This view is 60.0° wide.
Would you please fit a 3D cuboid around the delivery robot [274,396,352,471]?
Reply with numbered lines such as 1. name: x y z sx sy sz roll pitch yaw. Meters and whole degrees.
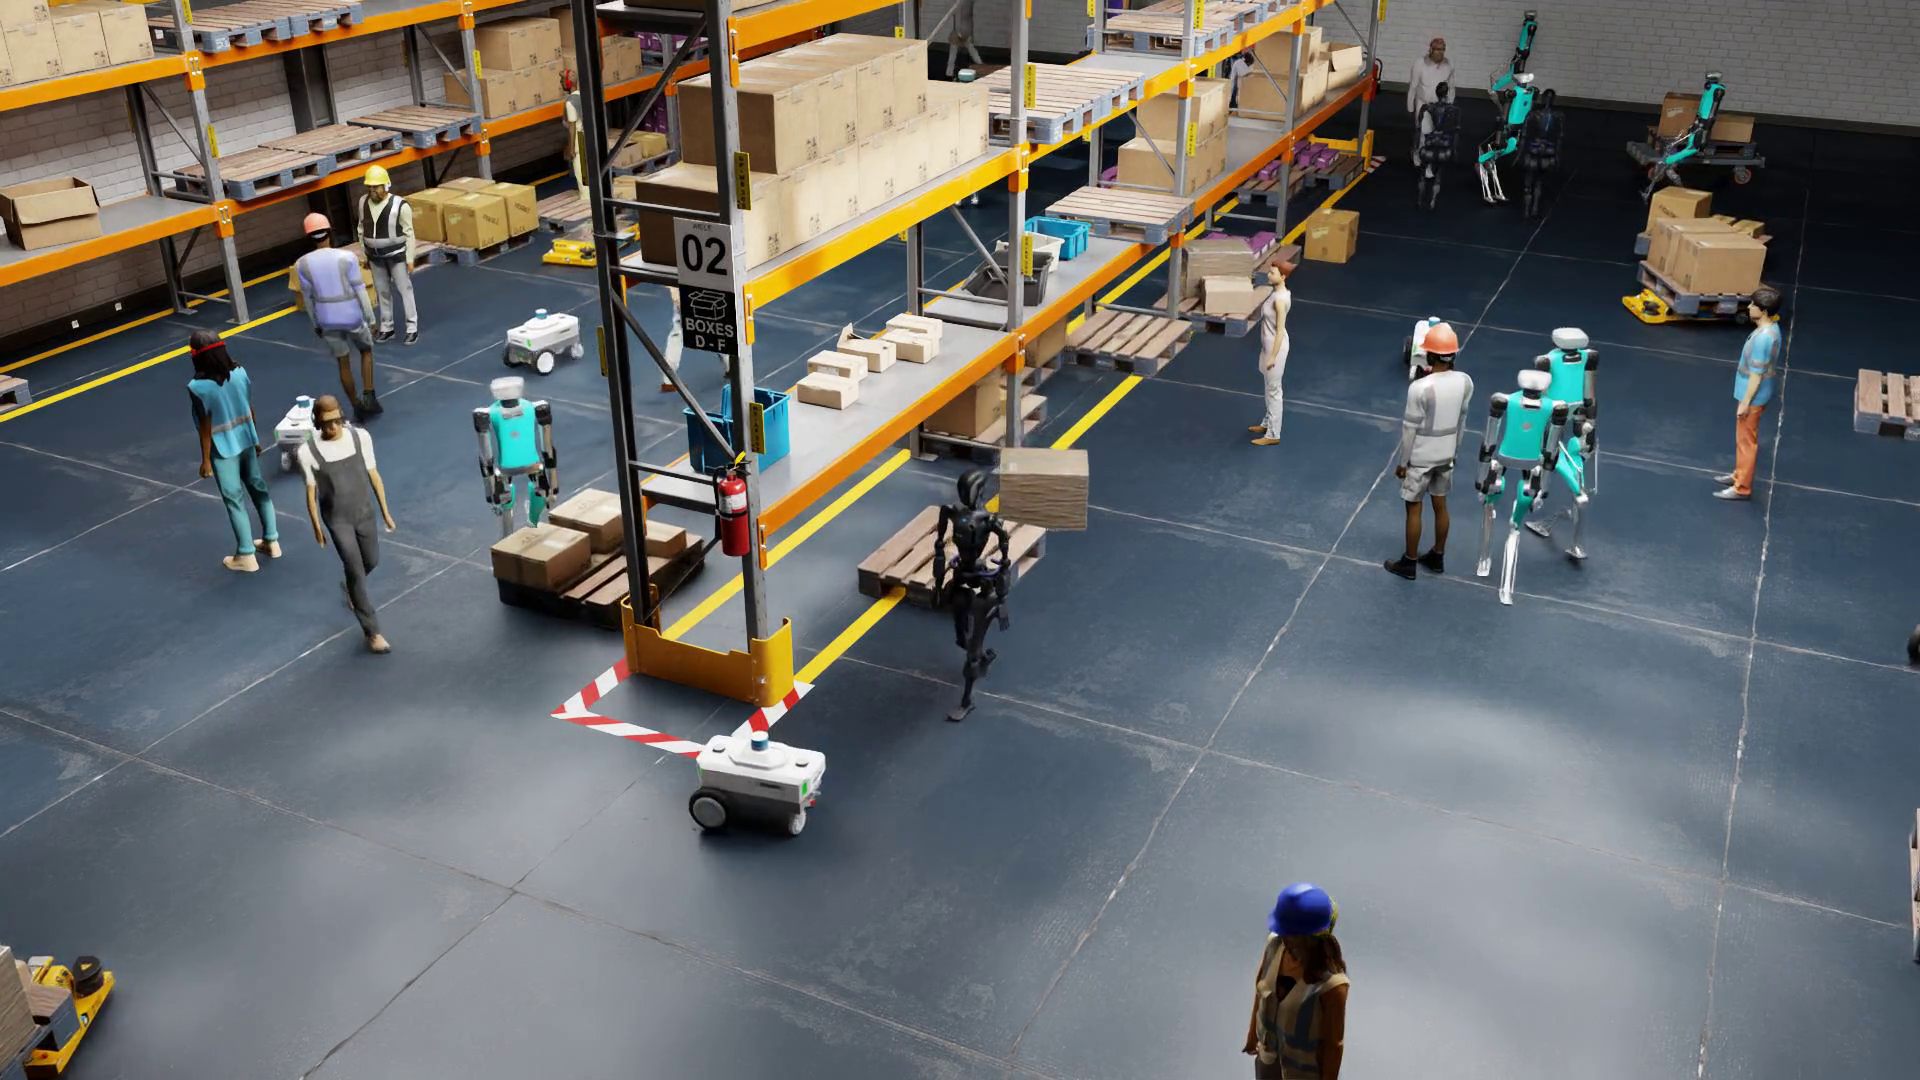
1. delivery robot: -5.630 -0.964 14.377 0.499 0.571 0.756 0 26 0

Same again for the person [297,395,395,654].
1. person: -4.211 -0.179 11.395 0.513 1.818 0.846 -22 34 -37

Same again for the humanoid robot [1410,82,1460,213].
1. humanoid robot: 6.143 -5.077 21.454 0.600 1.647 0.478 5 27 10

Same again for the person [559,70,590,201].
1. person: -4.853 -5.071 21.256 0.376 1.840 0.562 2 26 3

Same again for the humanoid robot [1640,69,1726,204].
1. humanoid robot: 9.352 -5.248 21.730 0.962 1.766 0.540 3 26 6

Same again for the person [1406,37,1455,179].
1. person: 6.575 -6.092 23.281 0.652 1.869 0.951 -5 27 -10

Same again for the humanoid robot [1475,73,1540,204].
1. humanoid robot: 7.010 -5.240 21.557 0.533 1.677 0.735 -13 29 -25

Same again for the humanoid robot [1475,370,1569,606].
1. humanoid robot: 4.013 -0.464 12.090 0.554 1.779 0.880 6 27 12

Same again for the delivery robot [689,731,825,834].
1. delivery robot: -1.181 1.386 9.677 0.785 0.614 0.524 7 27 15

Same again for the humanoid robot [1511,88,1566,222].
1. humanoid robot: 7.303 -4.851 21.011 0.612 1.654 0.366 -1 26 -2

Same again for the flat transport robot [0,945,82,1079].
1. flat transport robot: -4.814 2.549 7.630 0.659 0.231 1.431 4 27 8

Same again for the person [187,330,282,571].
1. person: -5.391 -0.657 12.305 0.395 1.865 0.522 13 29 24

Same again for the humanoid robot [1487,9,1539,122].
1. humanoid robot: 8.564 -7.417 25.998 0.733 1.693 0.534 3 27 7

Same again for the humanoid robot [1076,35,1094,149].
1. humanoid robot: 1.915 -6.641 24.603 0.588 1.658 0.330 22 34 37

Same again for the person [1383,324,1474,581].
1. person: 3.436 -0.644 12.220 0.539 1.928 0.391 -12 29 -23

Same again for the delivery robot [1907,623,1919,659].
1. delivery robot: 6.850 0.584 11.266 0.757 0.586 0.519 -18 31 -32

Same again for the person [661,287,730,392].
1. person: -2.490 -2.332 15.739 0.549 1.827 0.987 20 33 35

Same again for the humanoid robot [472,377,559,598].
1. humanoid robot: -3.202 -0.450 12.077 0.533 1.778 0.952 -8 27 -16

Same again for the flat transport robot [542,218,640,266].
1. flat transport robot: -4.397 -3.608 20.065 0.659 0.231 1.431 7 27 15

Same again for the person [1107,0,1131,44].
1. person: 2.766 -9.007 29.115 0.444 1.923 0.533 -17 31 -31

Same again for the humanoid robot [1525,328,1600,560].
1. humanoid robot: 4.654 -0.637 12.472 0.552 1.753 0.991 -7 27 -14

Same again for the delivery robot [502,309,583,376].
1. delivery robot: -4.121 -1.977 16.453 0.499 0.598 0.802 17 31 30

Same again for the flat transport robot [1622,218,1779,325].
1. flat transport robot: 7.953 -2.518 17.863 1.431 0.231 0.659 0 26 0

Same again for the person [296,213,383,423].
1. person: -5.549 -1.987 14.961 0.633 1.892 0.478 -3 26 -6

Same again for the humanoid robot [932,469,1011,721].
1. humanoid robot: 0.096 0.302 10.645 0.593 1.643 0.739 15 30 28

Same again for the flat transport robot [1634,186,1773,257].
1. flat transport robot: 8.633 -3.244 19.331 0.659 0.231 1.431 22 34 37

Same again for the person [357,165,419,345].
1. person: -5.795 -2.876 16.821 0.585 1.837 0.403 4 27 9

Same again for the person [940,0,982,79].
1. person: 0.090 -8.979 29.210 0.945 1.789 0.508 22 34 37

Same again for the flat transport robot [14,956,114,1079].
1. flat transport robot: -4.976 2.334 8.064 1.431 0.231 0.659 -1 26 -3

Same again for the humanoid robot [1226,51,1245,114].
1. humanoid robot: 4.409 -7.452 26.245 0.360 1.651 0.606 23 34 38

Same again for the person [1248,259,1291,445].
1. person: 2.724 -1.645 14.526 0.275 1.662 0.458 3 26 5

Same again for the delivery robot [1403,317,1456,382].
1. delivery robot: 4.606 -1.881 16.276 0.499 0.614 0.792 8 27 15

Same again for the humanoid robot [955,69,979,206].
1. humanoid robot: 0.083 -5.153 21.423 0.530 1.695 0.744 1 26 2

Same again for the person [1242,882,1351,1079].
1. person: 1.351 2.125 6.793 0.335 1.774 0.466 -16 31 -29

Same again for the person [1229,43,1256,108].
1. person: 4.092 -6.313 23.889 0.591 1.717 0.772 16 31 29

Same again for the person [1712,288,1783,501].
1. person: 6.415 -1.181 13.491 0.319 1.759 0.503 11 28 21
